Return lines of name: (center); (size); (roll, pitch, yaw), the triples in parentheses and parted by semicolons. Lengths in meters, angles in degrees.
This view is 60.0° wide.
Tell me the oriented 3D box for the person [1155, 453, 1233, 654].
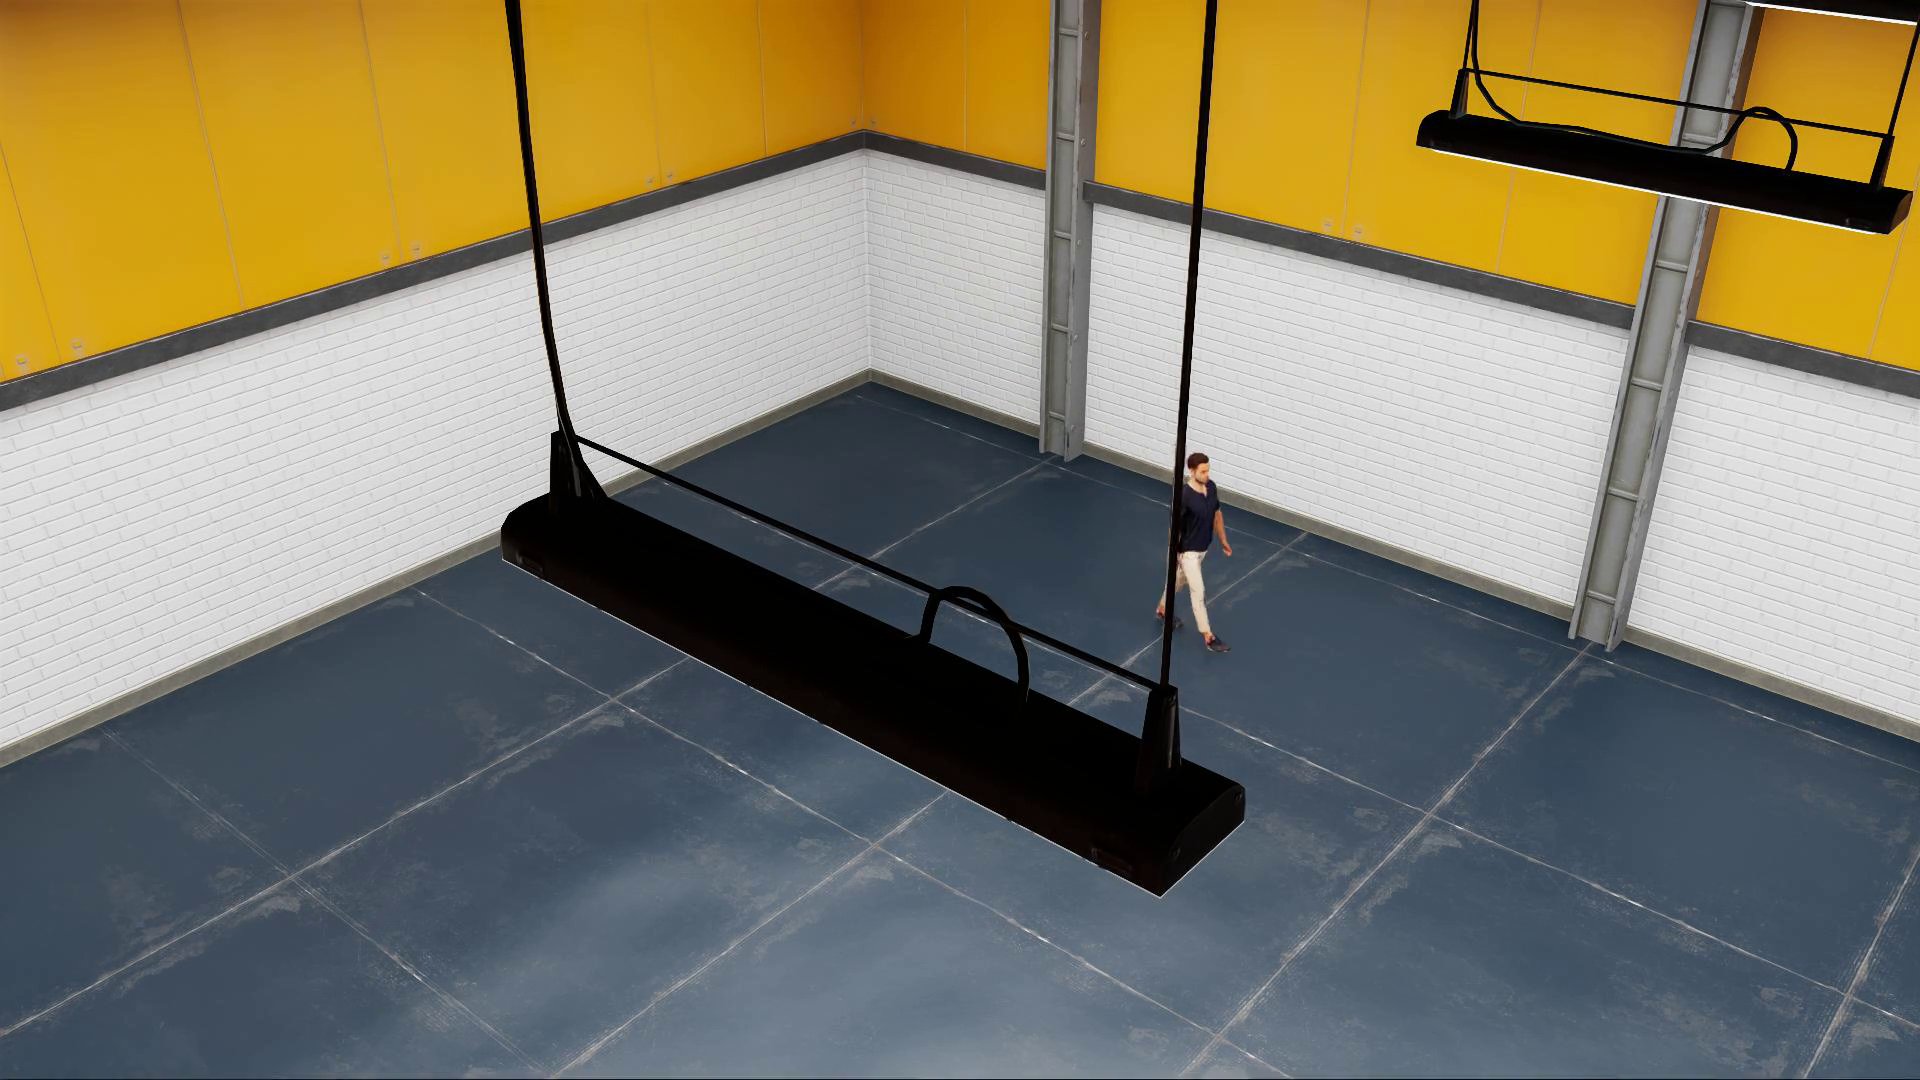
person: (1.975, 0.048, 14.575); (1.153, 1.806, 0.724); (25, 38, 38)
